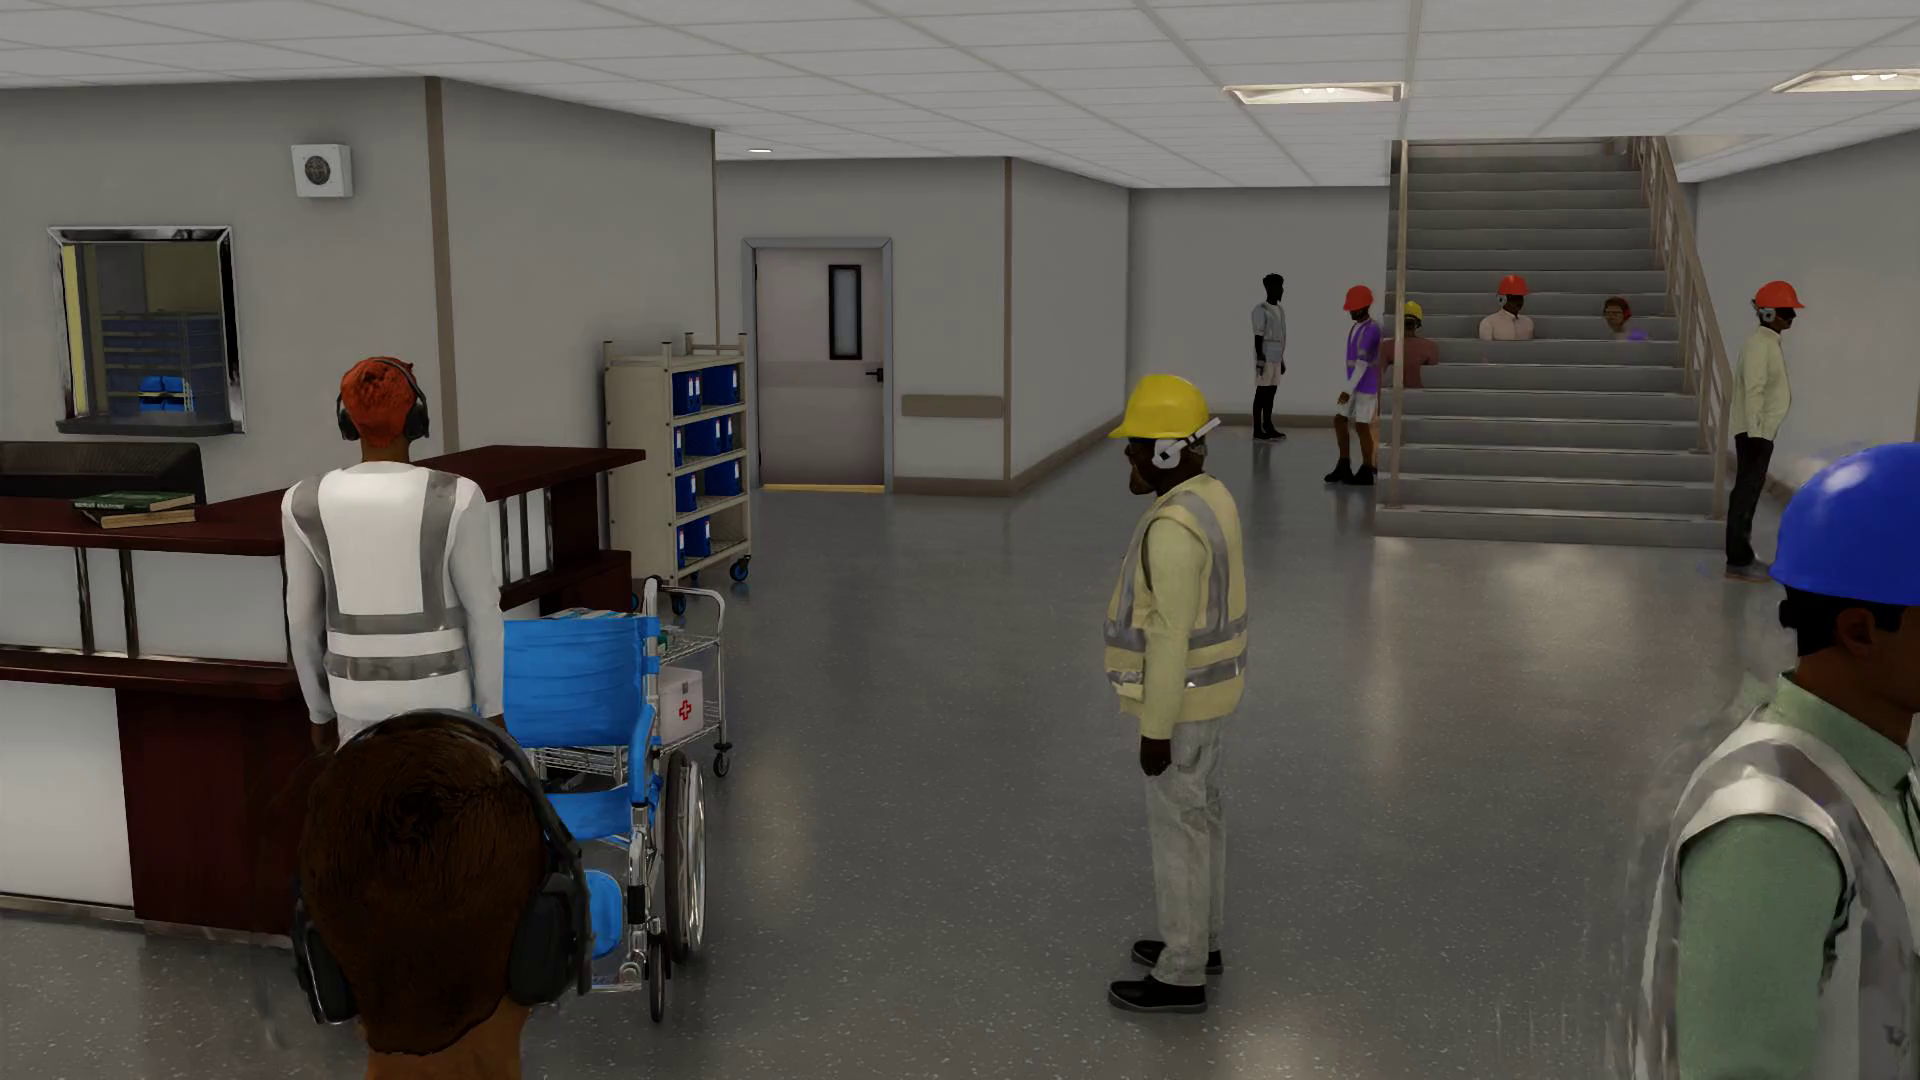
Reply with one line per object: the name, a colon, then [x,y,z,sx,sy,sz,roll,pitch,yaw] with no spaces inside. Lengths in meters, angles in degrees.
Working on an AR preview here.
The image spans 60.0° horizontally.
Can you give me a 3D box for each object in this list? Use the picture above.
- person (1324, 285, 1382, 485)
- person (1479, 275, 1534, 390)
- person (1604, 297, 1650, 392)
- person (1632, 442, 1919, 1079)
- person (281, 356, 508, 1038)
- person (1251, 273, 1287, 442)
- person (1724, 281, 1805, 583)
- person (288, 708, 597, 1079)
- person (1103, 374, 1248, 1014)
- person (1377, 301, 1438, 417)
person: [3.705,-1.433,15.582,0.545,1.899,0.576,-2,10,-9]
person: [4.900,-1.370,14.915,0.612,1.995,0.382,-5,11,-28]
person: [5.821,-1.269,14.905,0.950,1.792,0.560,-7,12,-36]
person: [1.041,0.843,2.040,0.432,1.936,0.632,7,12,35]
person: [-1.527,0.442,4.571,0.574,1.885,0.356,0,10,-1]
person: [3.649,-2.146,19.564,0.368,1.966,0.602,7,12,36]
person: [5.364,-0.727,11.125,0.395,1.994,0.612,6,11,31]
person: [-0.325,1.016,1.417,0.531,1.794,0.957,4,10,21]
person: [0.614,0.438,4.784,0.403,1.824,0.597,3,10,17]
person: [3.936,-1.212,14.662,0.523,1.769,0.313,2,10,12]
